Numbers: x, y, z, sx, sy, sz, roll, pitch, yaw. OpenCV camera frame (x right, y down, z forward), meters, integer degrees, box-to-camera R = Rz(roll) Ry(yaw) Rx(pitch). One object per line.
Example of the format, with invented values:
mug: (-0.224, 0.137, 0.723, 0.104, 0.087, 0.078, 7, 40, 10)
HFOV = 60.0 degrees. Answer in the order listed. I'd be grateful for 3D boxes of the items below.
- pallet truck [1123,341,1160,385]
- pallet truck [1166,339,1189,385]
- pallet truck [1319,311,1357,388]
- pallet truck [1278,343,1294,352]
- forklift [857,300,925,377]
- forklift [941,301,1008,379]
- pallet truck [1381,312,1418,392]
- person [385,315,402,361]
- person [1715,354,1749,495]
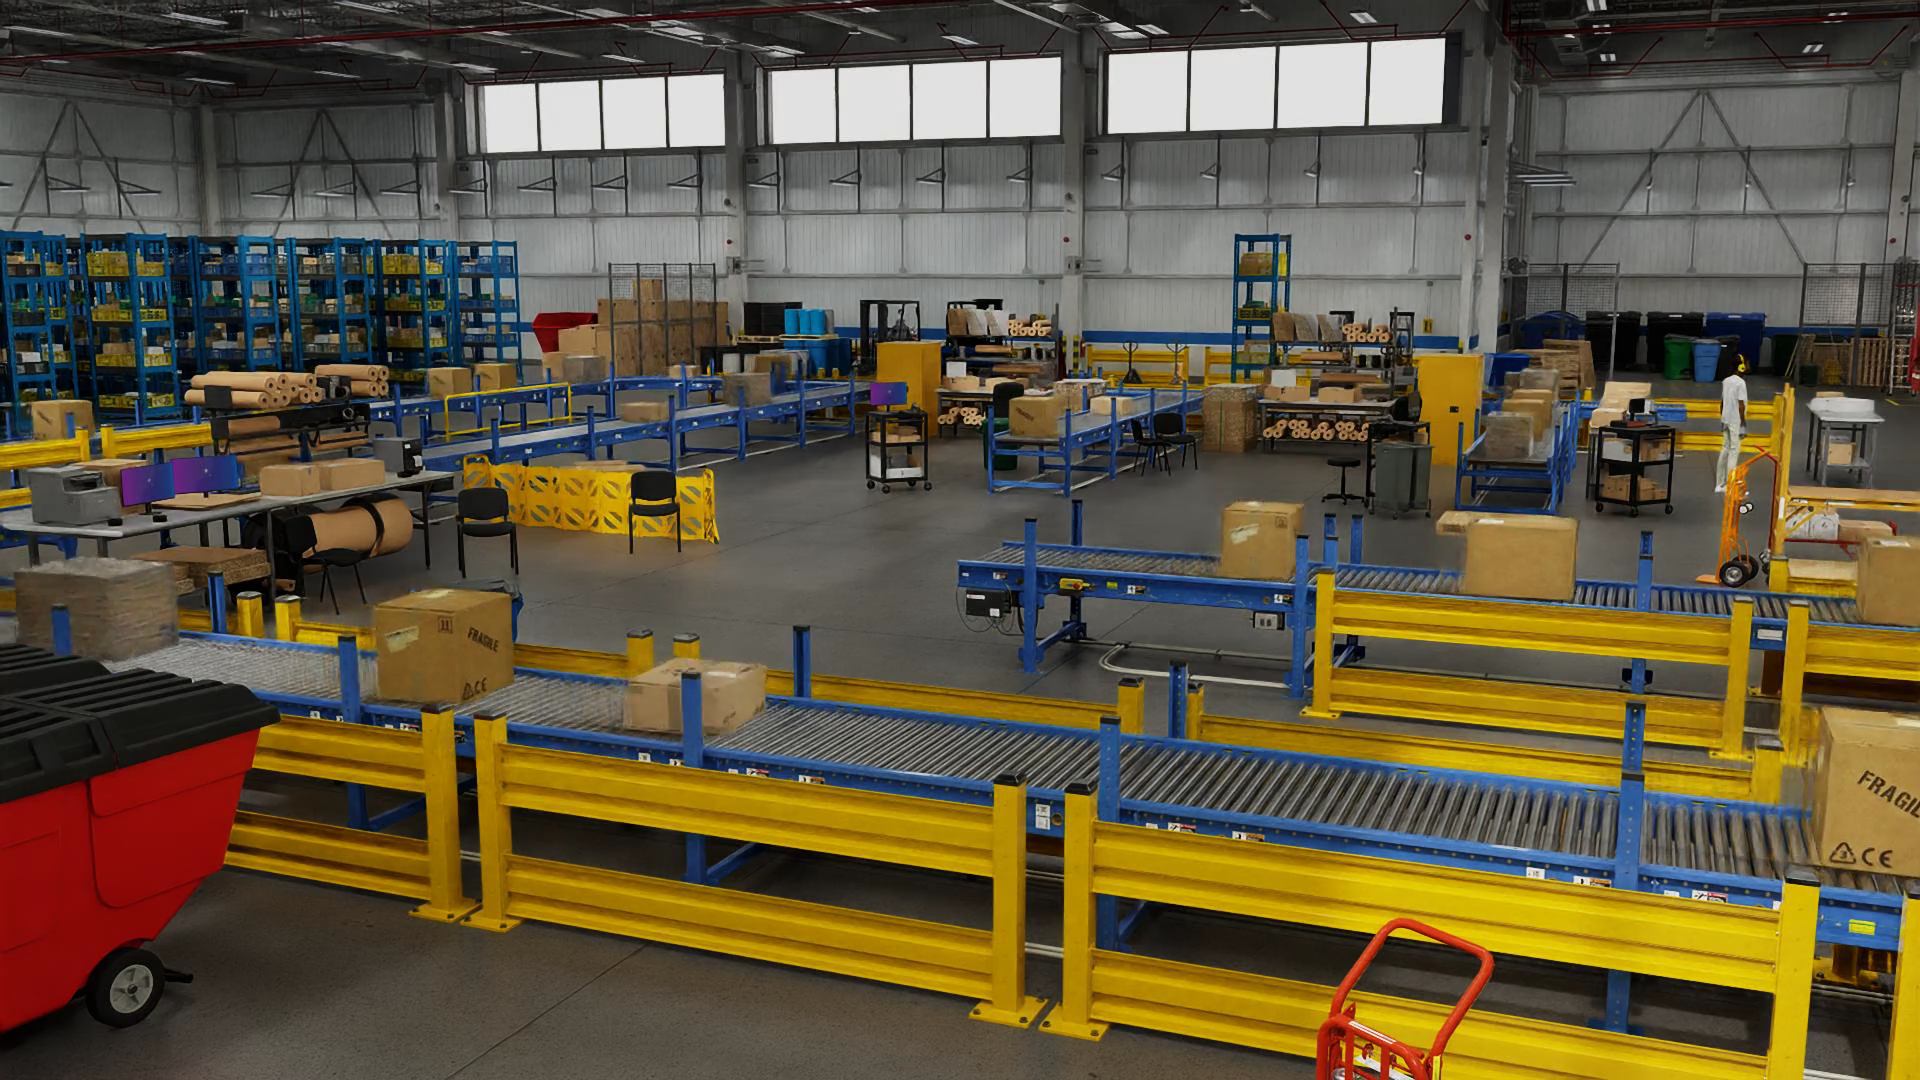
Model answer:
pallet truck: (4.445, -4.380, 41.279, 0.680, 1.201, 1.601, 4, 10, 22)
pallet truck: (5.418, -4.269, 40.420, 0.704, 1.261, 1.522, 3, 10, 20)
pallet truck: (9.071, -4.419, 39.190, 0.823, 1.965, 1.885, 5, 10, 26)
pallet truck: (7.886, -4.163, 39.743, 0.653, 1.274, 1.630, 4, 10, 22)
forklift: (-1.732, -5.109, 42.468, 1.157, 1.987, 2.680, 4, 10, 22)
forklift: (0.365, -4.966, 41.571, 1.157, 1.987, 2.680, 3, 10, 20)
pallet truck: (10.207, -4.283, 38.369, 0.823, 1.965, 1.885, 3, 10, 20)
person: (-16.225, -5.824, 47.760, 0.608, 1.986, 0.400, 5, 11, 28)
person: (10.288, -1.531, 22.087, 0.327, 1.869, 0.519, -1, 9, -5)
